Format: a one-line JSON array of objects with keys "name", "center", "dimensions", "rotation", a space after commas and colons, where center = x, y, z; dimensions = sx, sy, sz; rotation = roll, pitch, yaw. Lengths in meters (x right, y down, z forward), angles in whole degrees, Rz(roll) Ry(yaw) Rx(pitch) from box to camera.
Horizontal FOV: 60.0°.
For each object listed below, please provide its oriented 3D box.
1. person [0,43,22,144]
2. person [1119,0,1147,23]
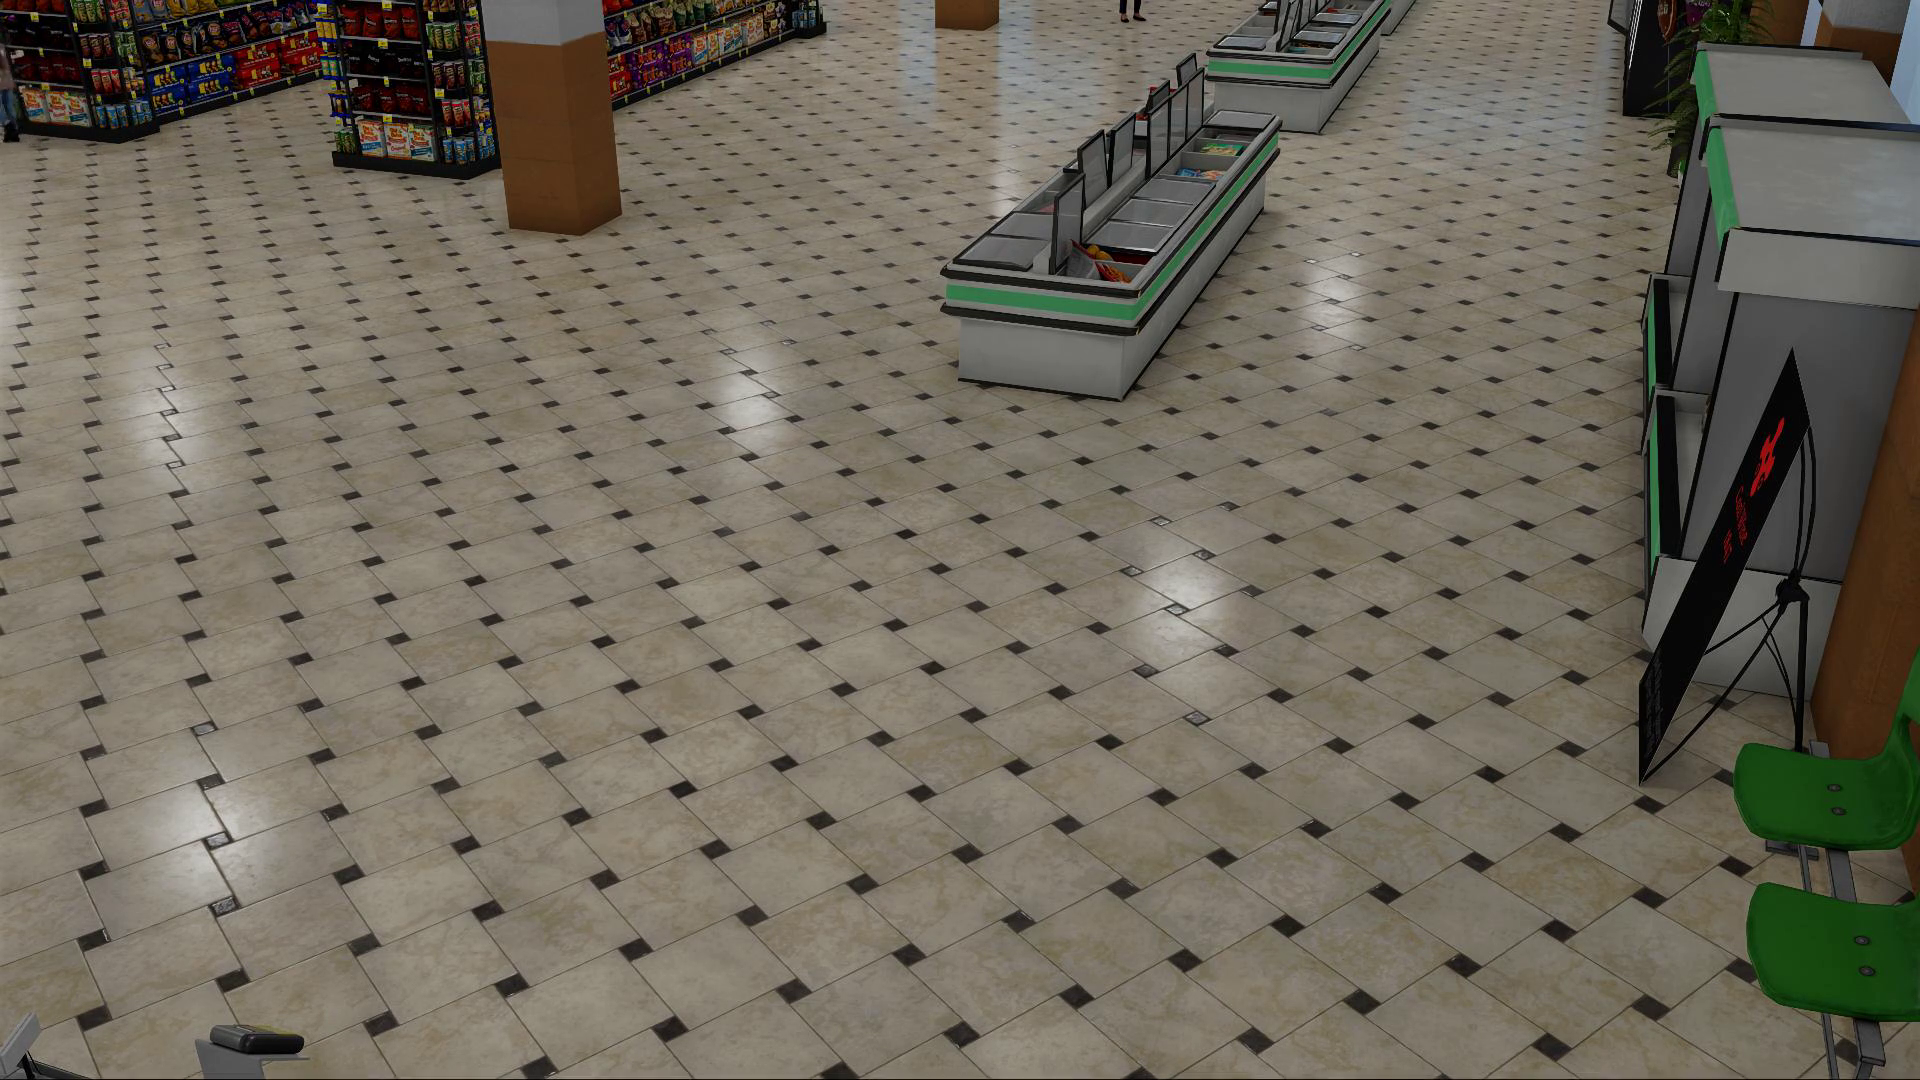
[{"name": "person", "center": [-9.548, -4.559, 16.579], "dimensions": [0.589, 1.190, 0.537], "rotation": [13, 30, 25]}, {"name": "person", "center": [2.412, -8.011, 22.801], "dimensions": [0.655, 1.720, 0.713], "rotation": [-12, 29, -22]}]
